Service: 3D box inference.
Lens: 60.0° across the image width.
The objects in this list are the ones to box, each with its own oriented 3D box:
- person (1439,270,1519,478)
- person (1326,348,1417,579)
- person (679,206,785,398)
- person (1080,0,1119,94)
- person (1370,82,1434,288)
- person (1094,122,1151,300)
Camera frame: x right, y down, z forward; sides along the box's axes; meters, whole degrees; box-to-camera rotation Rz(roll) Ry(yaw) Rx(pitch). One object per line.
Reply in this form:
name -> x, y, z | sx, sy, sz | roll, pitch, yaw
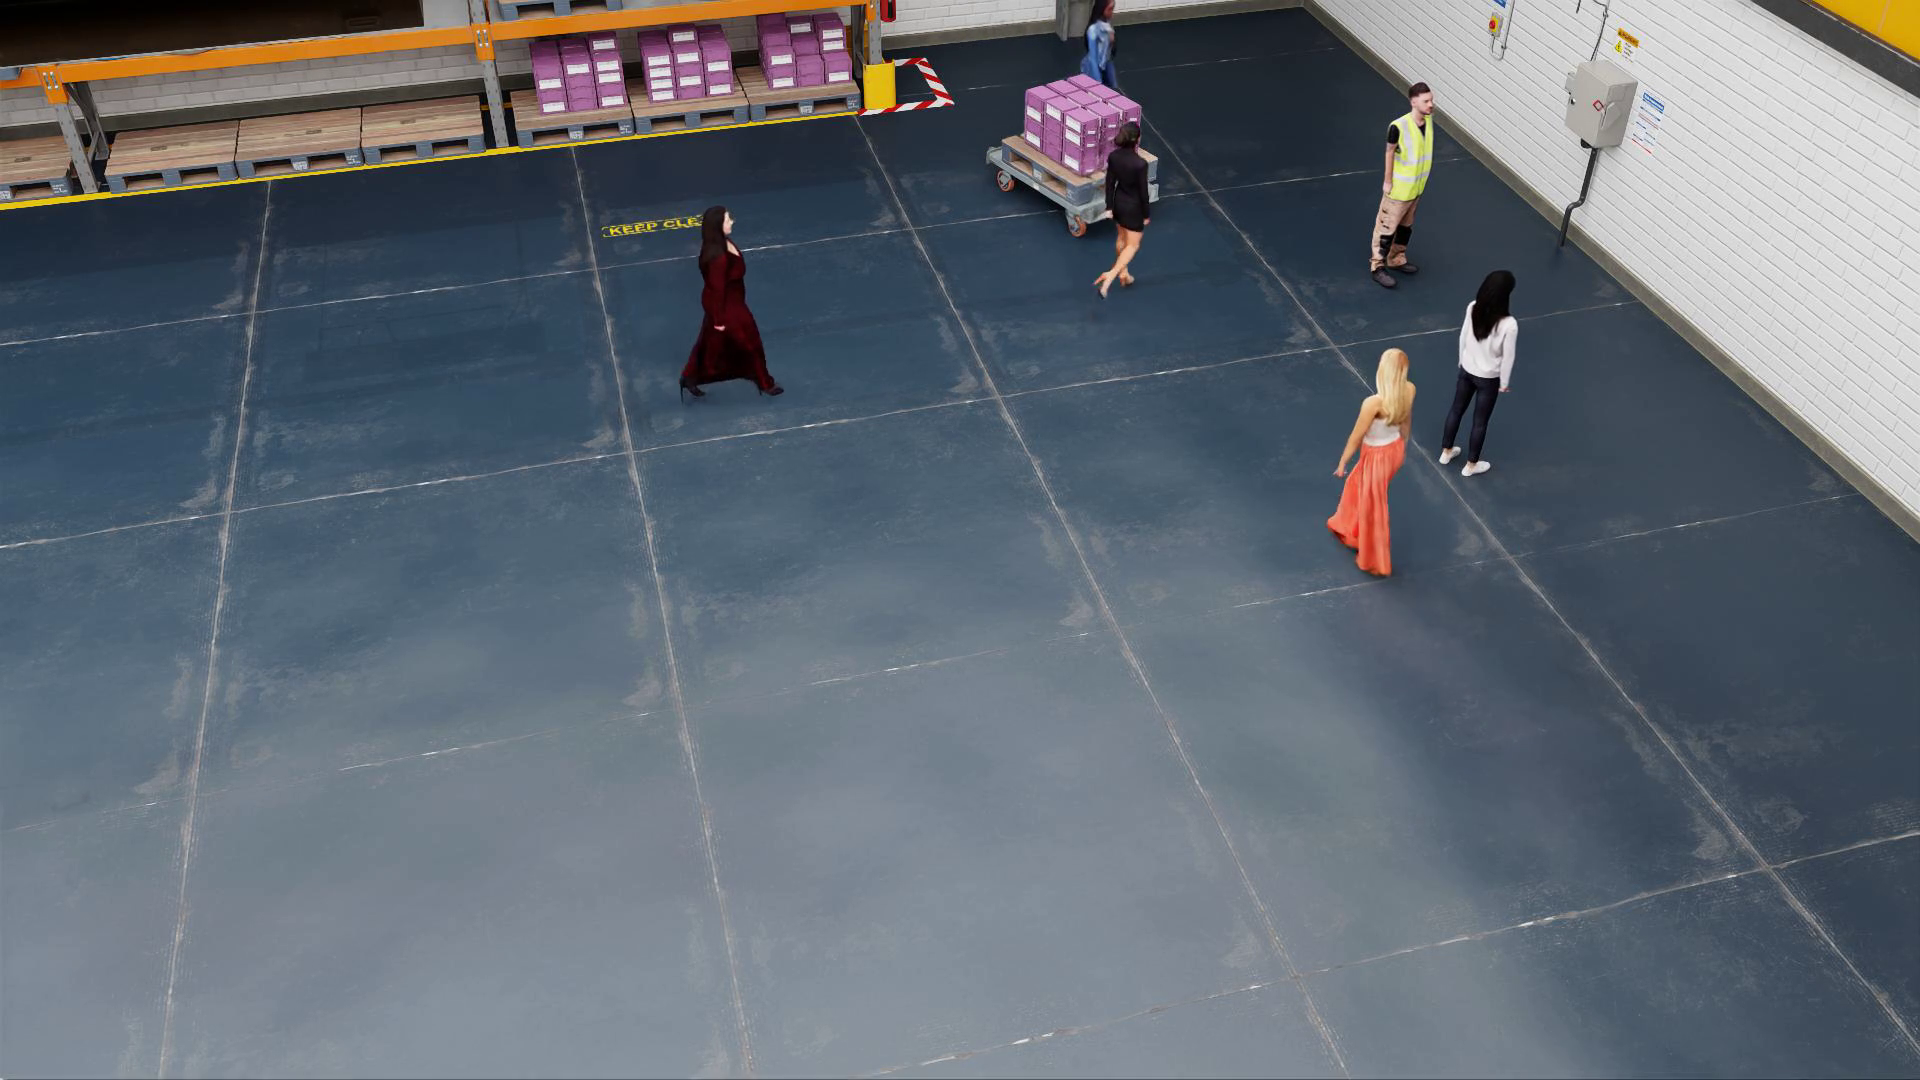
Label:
person -> 3.882, -1.258, 12.407 | 0.668, 1.700, 0.685 | -25, 45, -28
person -> 2.924, -0.470, 11.350 | 0.976, 1.786, 0.905 | -24, 44, -27
person -> -1.949, -1.803, 13.074 | 1.042, 1.718, 0.666 | -8, 39, -10
person -> 1.290, -4.693, 16.720 | 0.982, 1.685, 0.921 | 16, 41, 19
person -> 3.927, -3.161, 14.671 | 0.806, 1.847, 0.886 | -29, 47, -31
person -> 1.423, -2.803, 14.407 | 0.861, 1.618, 0.998 | 28, 46, 31
